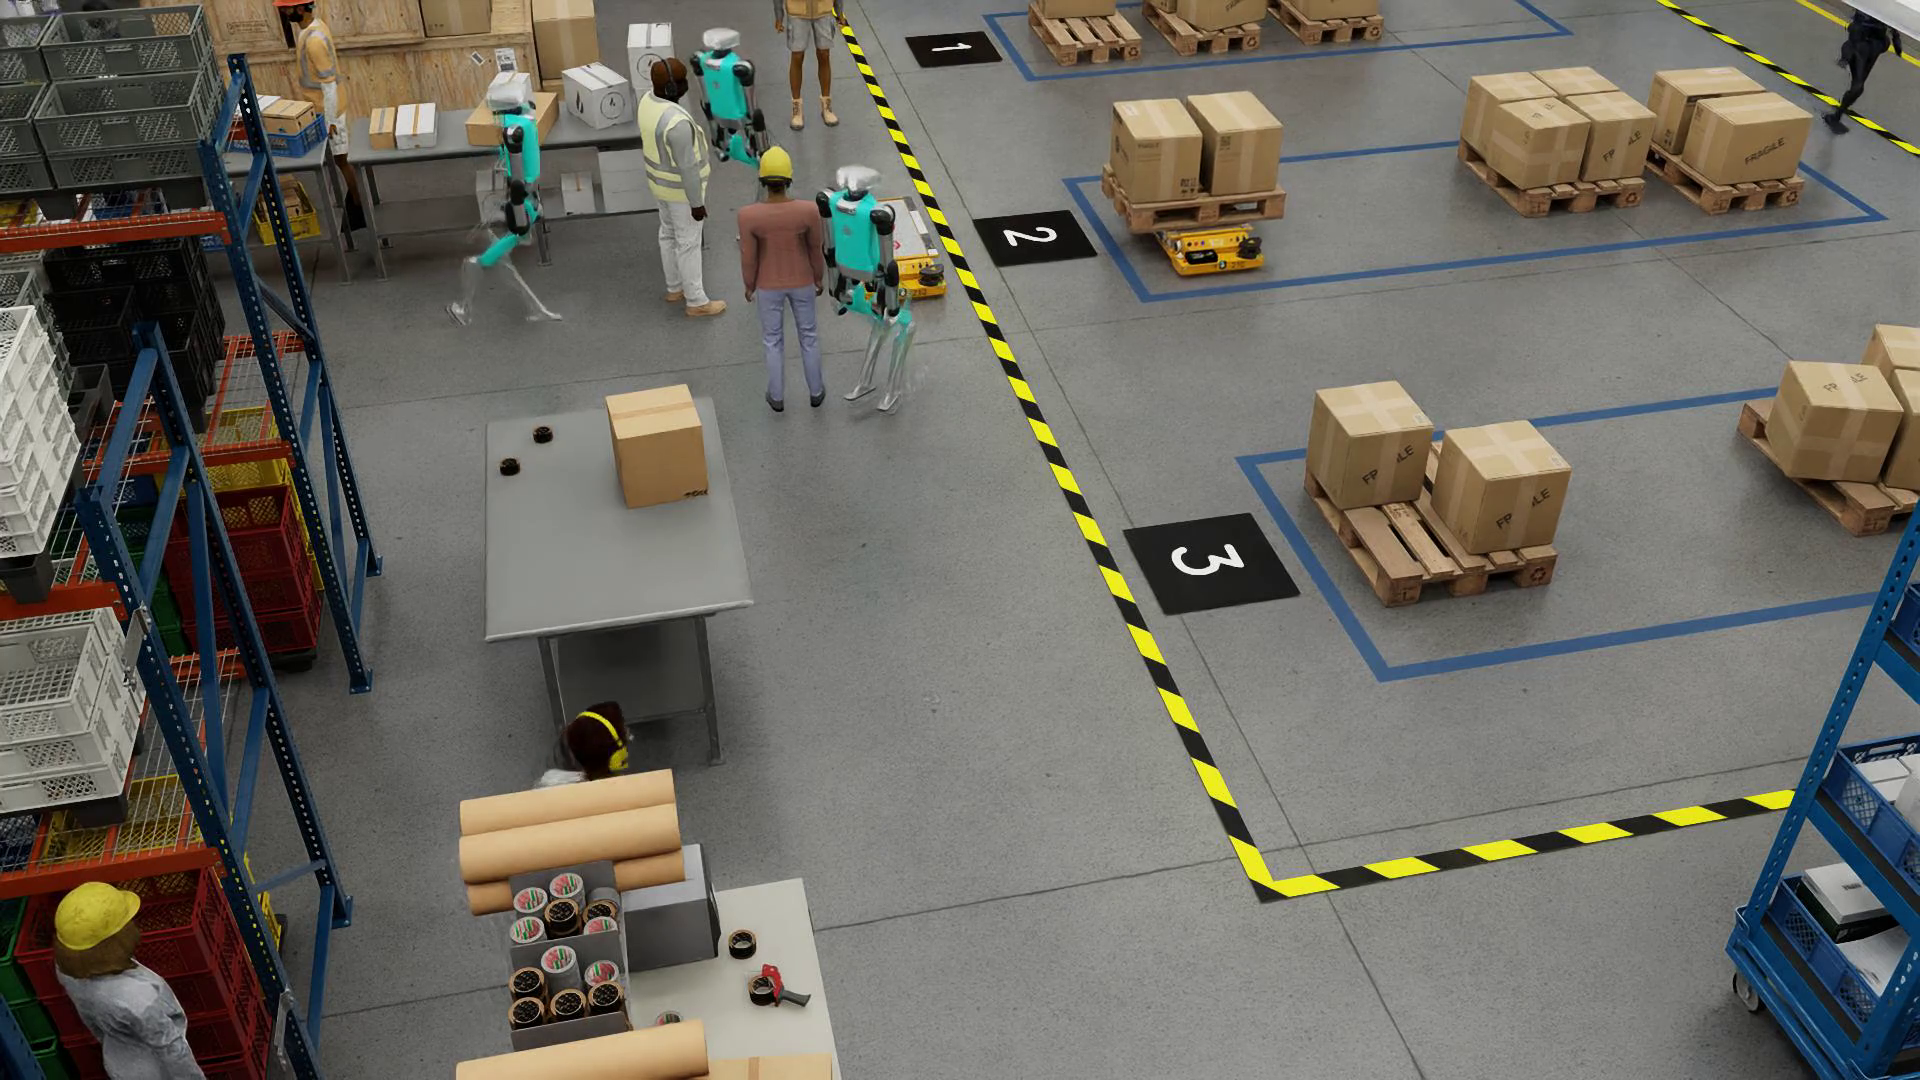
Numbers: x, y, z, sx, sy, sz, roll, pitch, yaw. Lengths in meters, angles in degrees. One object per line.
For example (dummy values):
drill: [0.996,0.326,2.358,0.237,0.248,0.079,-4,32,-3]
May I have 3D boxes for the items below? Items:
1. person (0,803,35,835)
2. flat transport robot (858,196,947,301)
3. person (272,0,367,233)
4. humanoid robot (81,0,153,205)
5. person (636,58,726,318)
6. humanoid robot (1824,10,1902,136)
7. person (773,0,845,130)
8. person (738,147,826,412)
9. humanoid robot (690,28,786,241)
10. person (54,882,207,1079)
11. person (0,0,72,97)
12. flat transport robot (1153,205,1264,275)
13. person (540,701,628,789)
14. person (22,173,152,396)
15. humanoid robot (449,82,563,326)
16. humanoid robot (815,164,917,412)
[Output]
person: [-4.601,0.568,7.458,0.339,1.864,0.508,-8,37,-10]
flat transport robot: [-0.570,-2.220,12.538,0.659,0.231,1.431,-8,37,-10]
person: [-4.812,-3.276,12.560,0.362,1.935,0.551,-14,39,-18]
humanoid robot: [-6.498,-3.421,12.985,0.607,1.632,0.608,4,37,5]
person: [-1.931,-2.431,11.503,0.429,1.843,0.632,-22,42,-27]
humanoid robot: [7.718,-4.244,14.078,0.602,1.649,0.433,-14,39,-18]
person: [-1.271,-4.490,14.110,0.613,2.032,0.393,-8,37,-11]
person: [-1.107,-1.624,10.480,0.523,1.769,0.321,-5,37,-7]
humanoid robot: [-1.534,-2.990,12.303,0.534,1.730,0.759,21,41,26]
person: [-2.824,1.830,5.857,0.490,1.743,0.295,19,41,23]
person: [-7.440,-3.904,13.350,0.625,1.986,1.023,-31,46,-35]
flat transport robot: [1.794,-2.489,12.876,0.652,0.197,1.431,-8,37,-10]
person: [-1.258,1.334,6.436,0.530,1.848,0.682,19,41,24]
person: [-5.374,-1.564,10.275,0.395,1.919,0.588,-7,37,-9]
humanoid robot: [-3.226,-2.228,11.363,0.877,1.828,0.547,-1,37,-1]
humanoid robot: [-0.495,-1.628,10.398,0.533,1.677,0.735,21,41,26]
